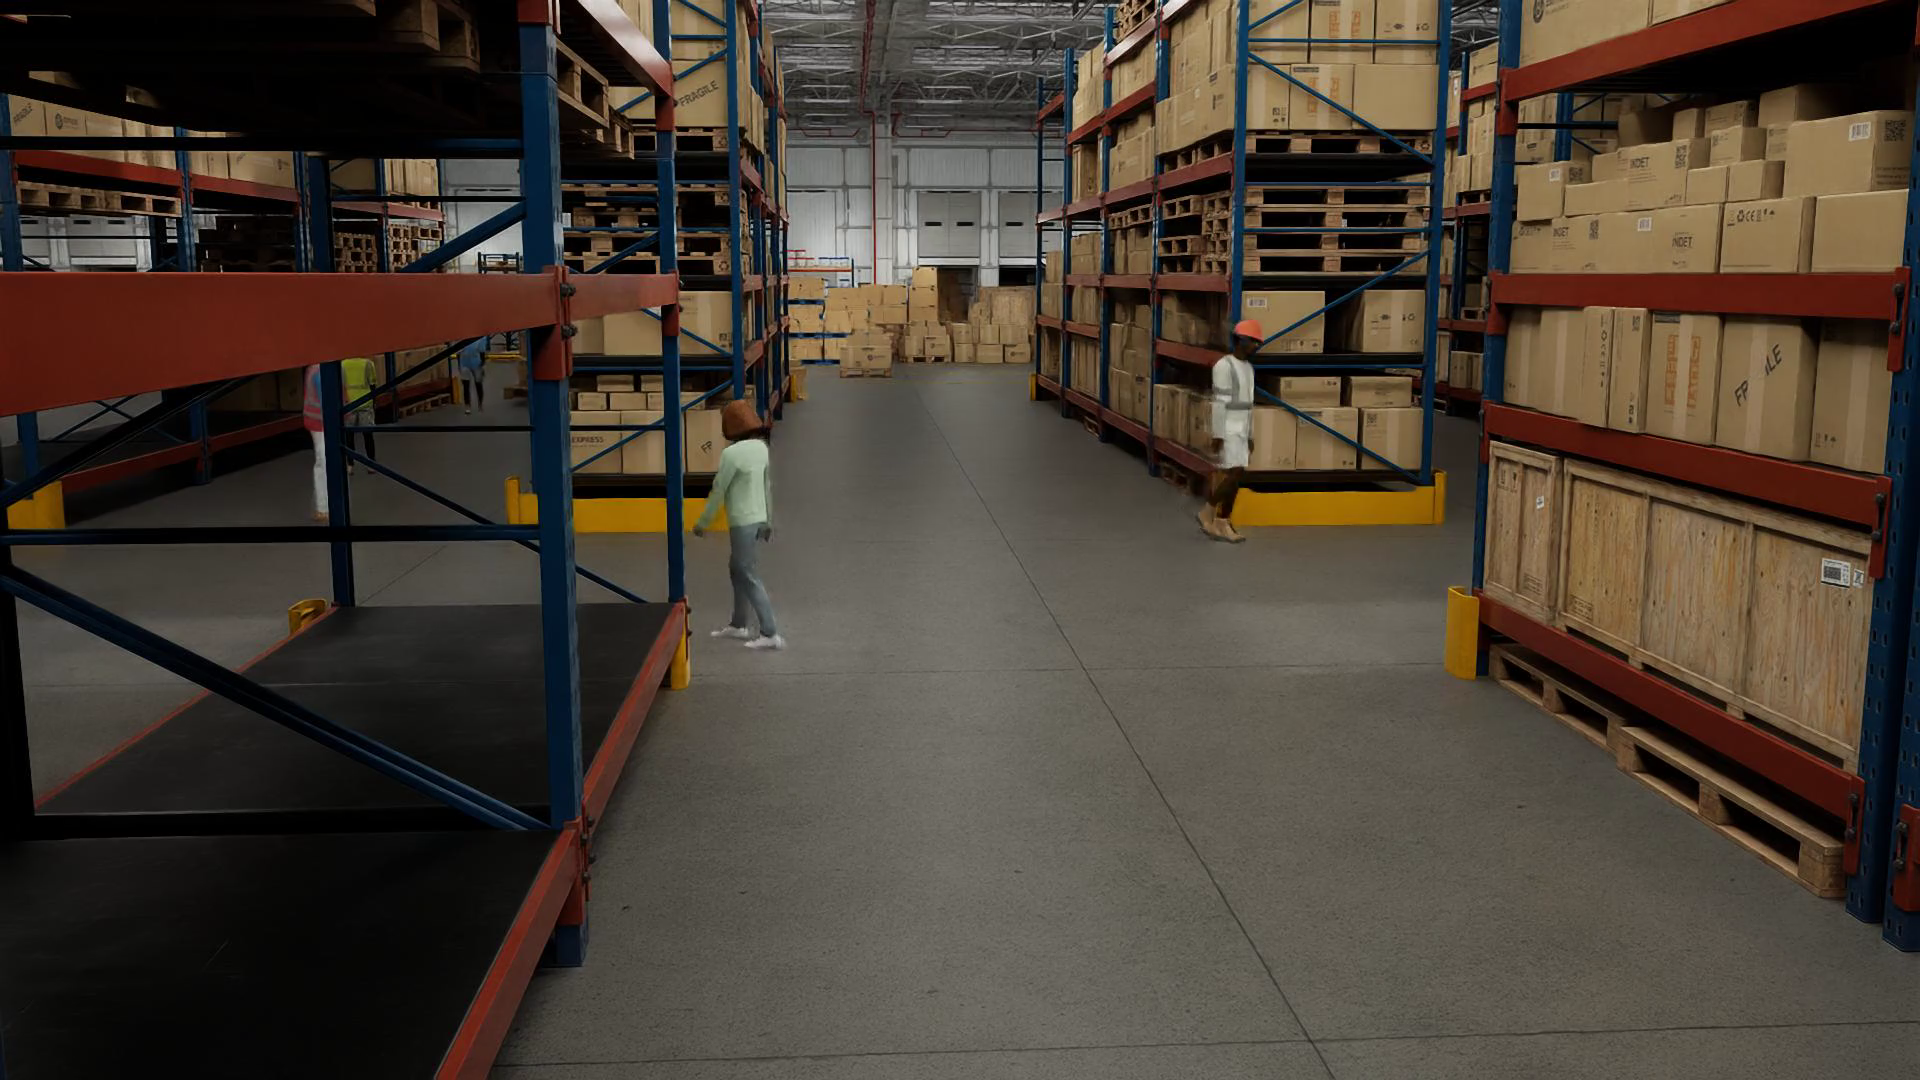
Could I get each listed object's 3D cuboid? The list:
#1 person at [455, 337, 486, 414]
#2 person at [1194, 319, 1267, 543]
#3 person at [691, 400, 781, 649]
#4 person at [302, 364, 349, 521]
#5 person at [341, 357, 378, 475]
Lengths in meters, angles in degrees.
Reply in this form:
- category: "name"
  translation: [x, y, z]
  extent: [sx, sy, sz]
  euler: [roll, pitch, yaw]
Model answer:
- category: "person"
  translation: [-8.513, -3.038, 28.979]
  extent: [0.531, 1.669, 0.660]
  euler: [-1, 9, -8]
- category: "person"
  translation: [2.474, -0.970, 14.931]
  extent: [0.437, 2.011, 0.655]
  euler: [7, 12, 39]
- category: "person"
  translation: [-1.397, -0.093, 10.676]
  extent: [0.563, 1.609, 0.516]
  euler: [3, 10, 18]
- category: "person"
  translation: [-6.202, -1.093, 16.297]
  extent: [0.430, 1.832, 0.640]
  euler: [-4, 10, -25]
- category: "person"
  translation: [-7.283, -1.626, 20.035]
  extent: [0.535, 1.700, 0.318]
  euler: [-6, 11, -33]
